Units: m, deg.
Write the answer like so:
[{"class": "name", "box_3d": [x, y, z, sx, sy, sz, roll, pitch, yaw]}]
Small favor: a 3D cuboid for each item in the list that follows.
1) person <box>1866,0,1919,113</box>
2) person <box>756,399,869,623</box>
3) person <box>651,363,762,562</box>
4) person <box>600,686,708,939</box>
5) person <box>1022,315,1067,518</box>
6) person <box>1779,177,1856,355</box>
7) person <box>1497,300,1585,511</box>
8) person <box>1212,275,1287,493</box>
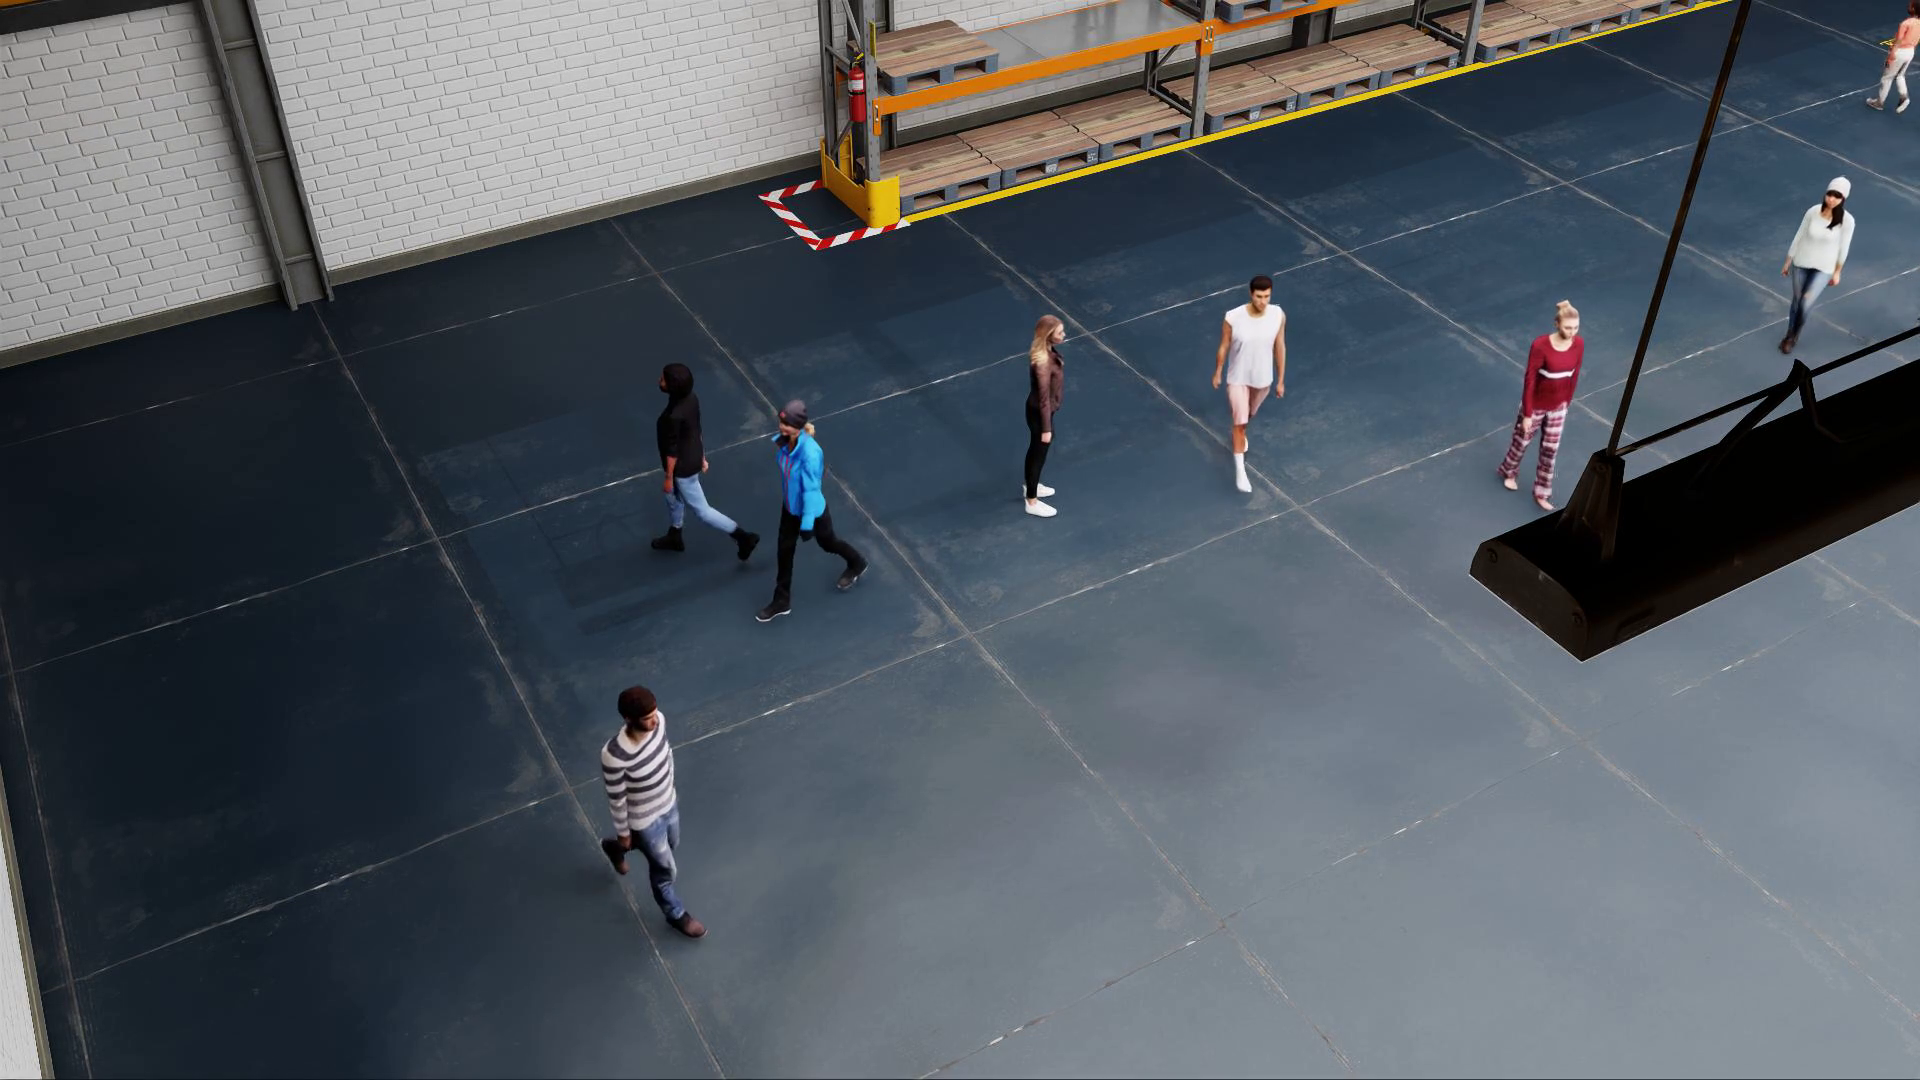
[{"class": "person", "box_3d": [10.488, -5.362, 18.439, 0.707, 1.302, 0.658, -10, 40, -12]}, {"class": "person", "box_3d": [-0.994, -0.234, 11.659, 1.186, 1.749, 0.679, -23, 44, -27]}, {"class": "person", "box_3d": [-1.901, -0.508, 12.065, 1.144, 1.671, 0.955, 3, 39, 3]}, {"class": "person", "box_3d": [-1.845, 1.488, 9.444, 1.054, 1.821, 1.101, 19, 42, 22]}, {"class": "person", "box_3d": [0.614, -0.964, 12.610, 0.683, 1.703, 0.679, 1, 39, 1]}, {"class": "person", "box_3d": [7.456, -2.408, 14.471, 0.668, 1.637, 0.667, -31, 48, -33]}, {"class": "person", "box_3d": [4.450, -1.072, 12.758, 0.857, 1.687, 0.852, -6, 39, -8]}, {"class": "person", "box_3d": [2.264, -1.332, 13.038, 1.179, 1.745, 1.061, -3, 39, -4]}]
